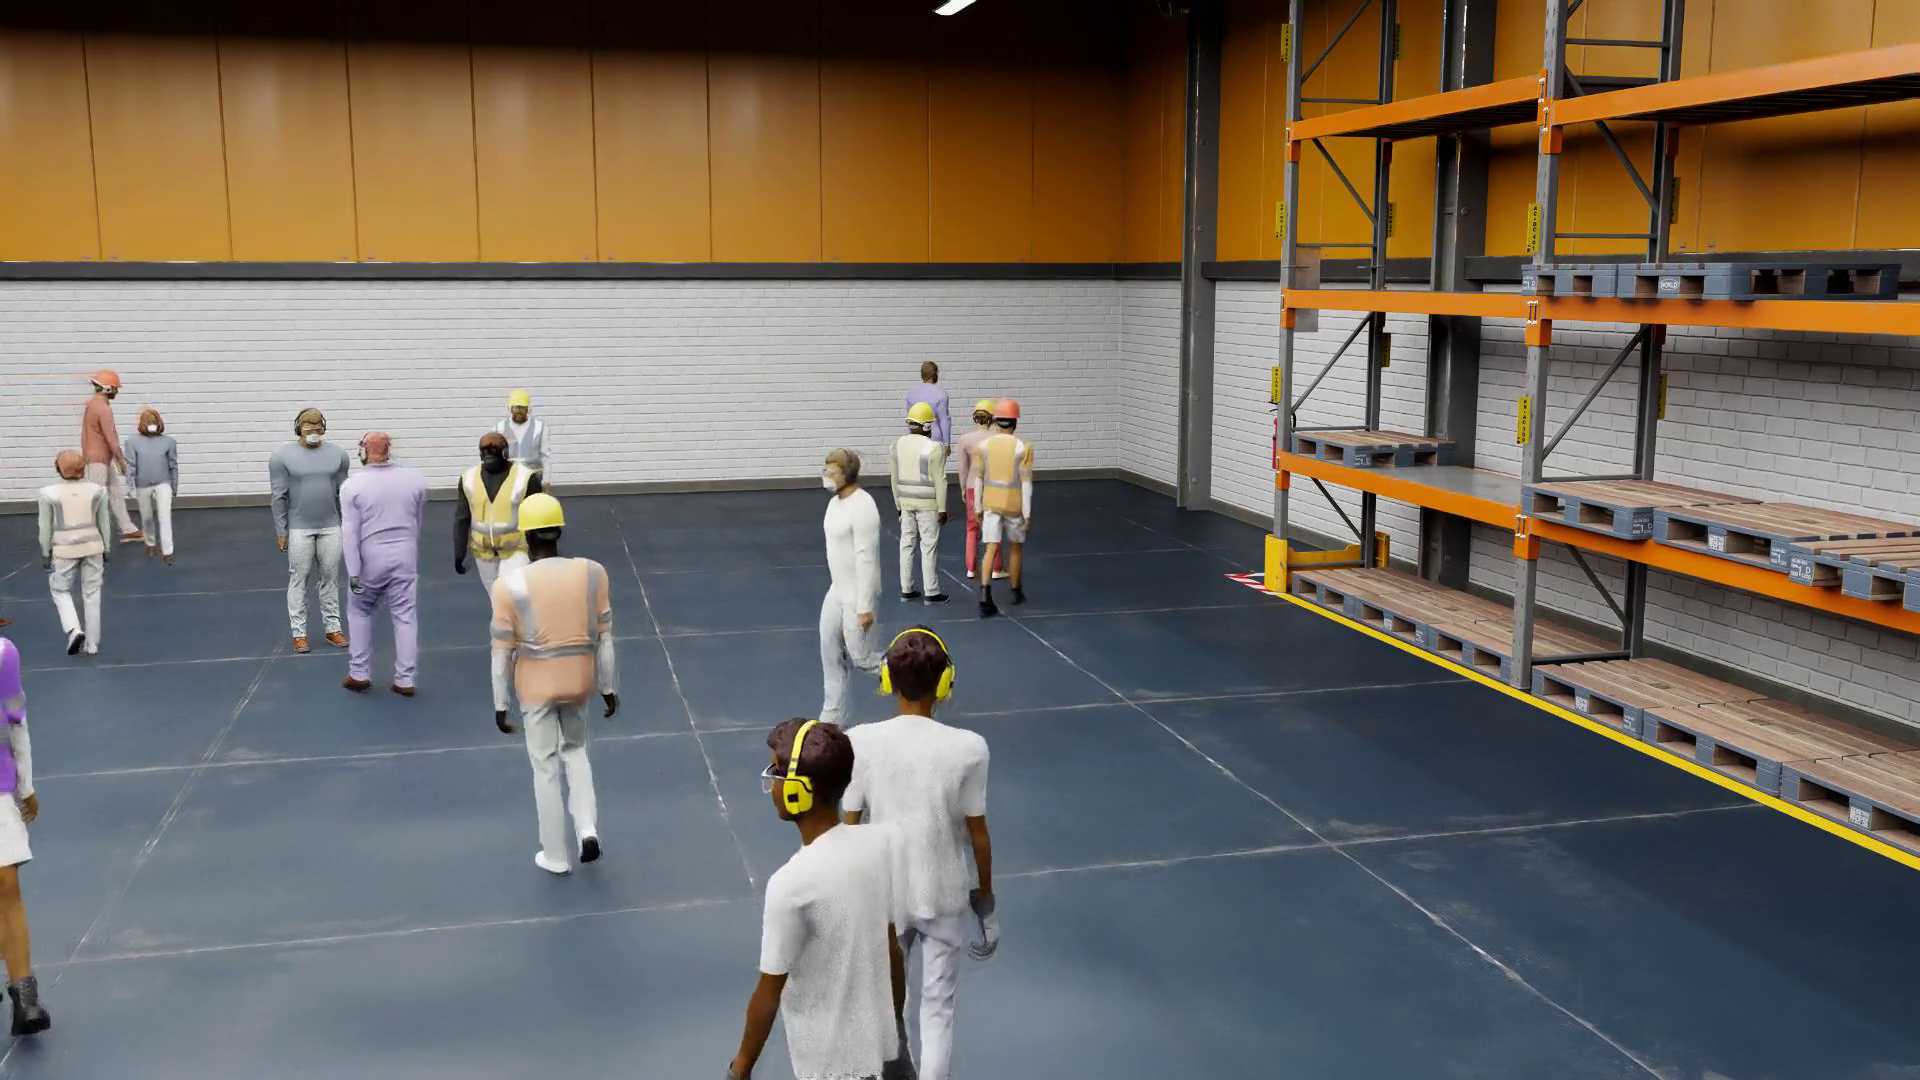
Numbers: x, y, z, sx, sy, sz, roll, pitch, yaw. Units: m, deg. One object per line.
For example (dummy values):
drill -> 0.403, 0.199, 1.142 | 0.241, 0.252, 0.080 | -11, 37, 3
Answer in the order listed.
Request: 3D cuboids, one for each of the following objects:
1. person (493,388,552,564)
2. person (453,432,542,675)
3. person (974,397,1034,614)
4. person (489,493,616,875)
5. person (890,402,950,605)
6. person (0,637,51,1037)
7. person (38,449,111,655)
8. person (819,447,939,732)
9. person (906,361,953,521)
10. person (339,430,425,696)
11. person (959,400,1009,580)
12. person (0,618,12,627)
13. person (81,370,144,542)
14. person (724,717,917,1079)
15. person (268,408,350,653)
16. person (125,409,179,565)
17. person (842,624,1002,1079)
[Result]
person -> -4.498, -0.653, 17.091 | 0.603, 1.819, 0.418 | -2, 9, -11
person -> -3.470, 0.102, 12.427 | 0.651, 1.798, 0.903 | 1, 9, 5
person -> 0.370, -0.306, 14.697 | 0.558, 1.905, 0.937 | 3, 10, 18
person -> -2.014, 0.718, 8.221 | 0.618, 1.913, 0.413 | -6, 11, -34
person -> -0.347, -0.329, 15.020 | 0.590, 1.833, 0.404 | 7, 11, 35
person -> -3.881, 1.016, 6.474 | 0.565, 1.877, 0.997 | -7, 12, -38
person -> -6.840, 0.114, 12.899 | 0.514, 1.631, 0.414 | -8, 12, -40
person -> -0.591, 0.351, 10.547 | 0.847, 1.915, 0.640 | -4, 10, -23
person -> -0.360, -1.181, 20.013 | 0.631, 1.940, 0.372 | 7, 11, 37
person -> -4.139, 0.156, 11.841 | 0.636, 1.876, 0.757 | -8, 12, -40
person -> 0.244, -0.486, 16.225 | 0.522, 1.764, 0.318 | 3, 10, 17
person -> -8.246, -0.009, 13.723 | 0.501, 1.615, 0.715 | 1, 9, 9
person -> -9.419, -0.890, 18.213 | 0.890, 1.942, 0.621 | -6, 11, -33
person -> -0.437, 1.372, 4.377 | 0.856, 1.834, 0.538 | 4, 10, 21
person -> -5.121, -0.086, 13.195 | 0.628, 1.935, 0.373 | -8, 12, -39
person -> -8.385, -0.571, 17.280 | 0.500, 1.592, 0.853 | -4, 10, -26
person -> -0.132, 1.202, 5.420 | 0.521, 1.853, 0.463 | 2, 9, 13
